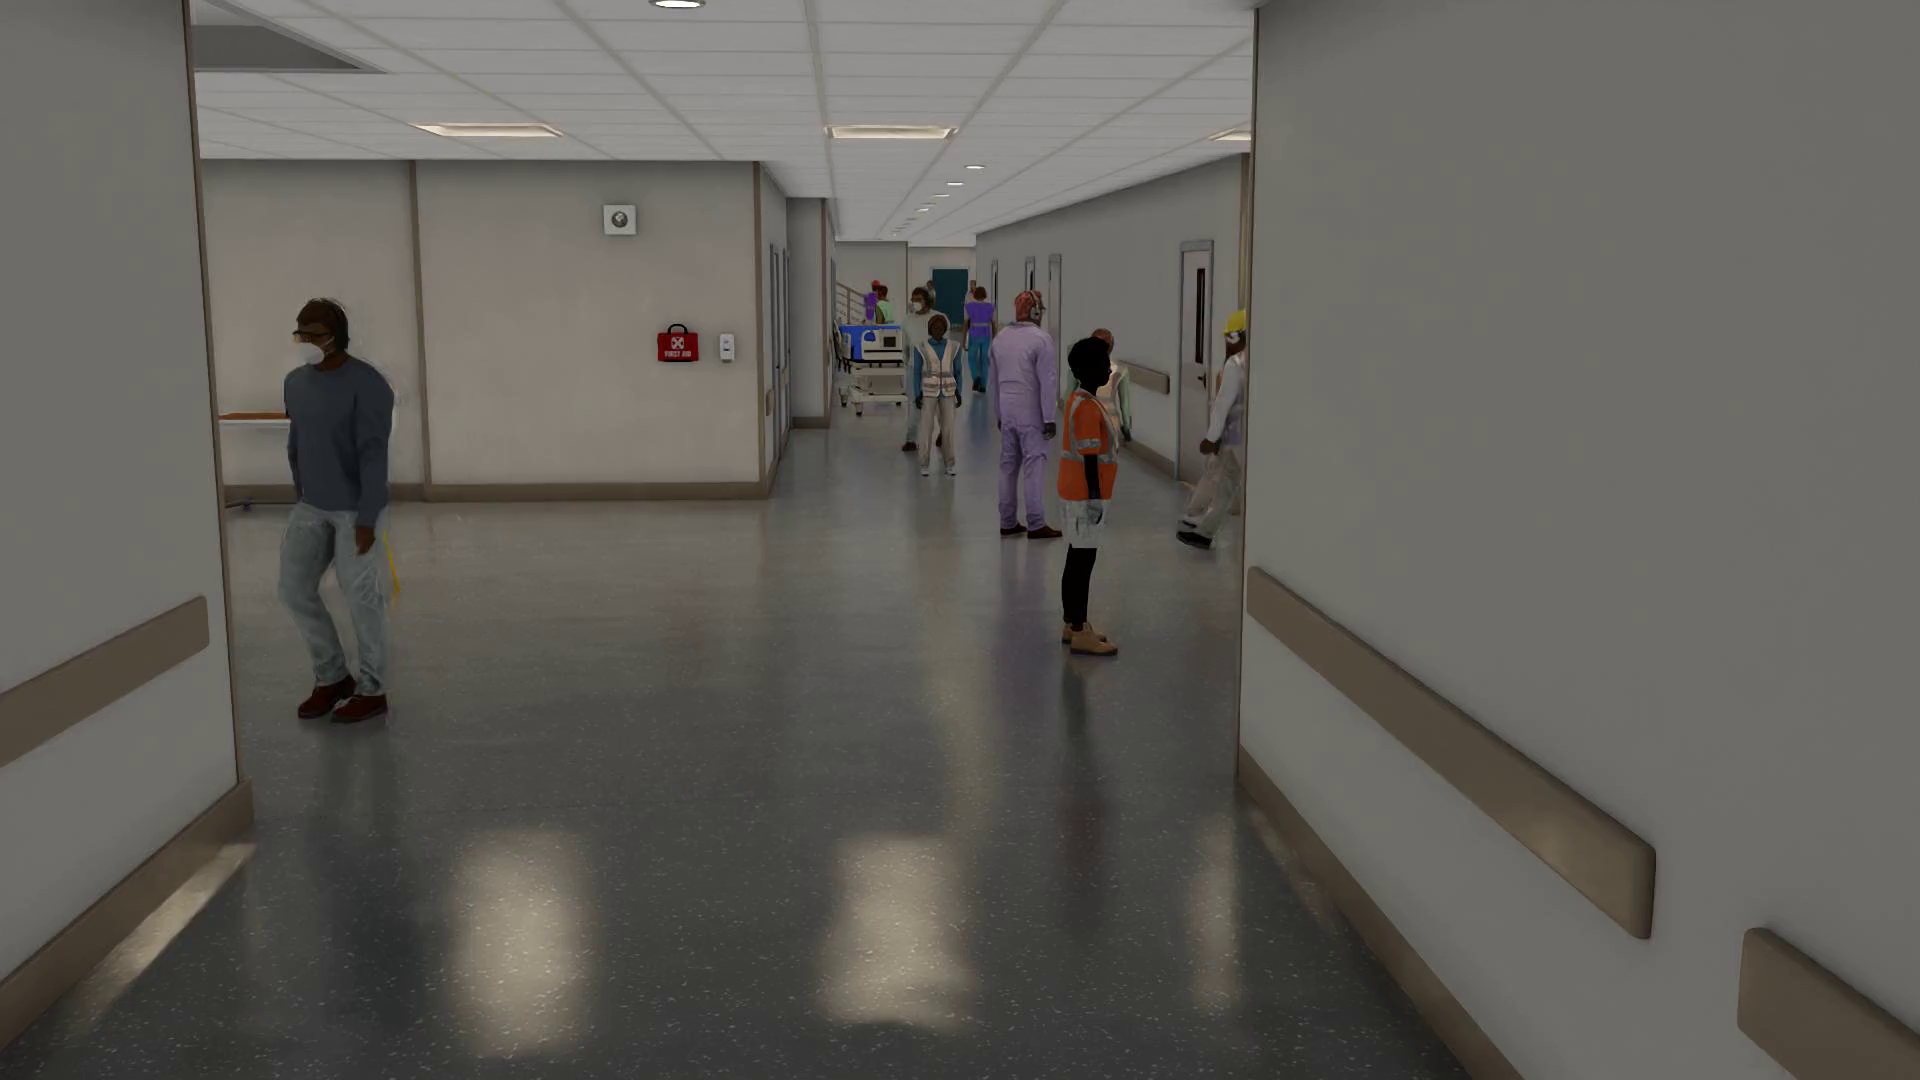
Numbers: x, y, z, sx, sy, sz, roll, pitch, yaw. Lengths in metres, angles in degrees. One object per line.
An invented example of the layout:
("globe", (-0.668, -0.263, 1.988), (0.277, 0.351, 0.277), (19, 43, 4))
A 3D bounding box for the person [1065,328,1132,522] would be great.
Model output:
("person", (1.118, -0.893, 13.326), (0.524, 1.602, 0.689), (0, 9, -2))

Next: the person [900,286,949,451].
("person", (-0.386, -2.004, 19.397), (0.640, 1.908, 0.965), (4, 10, 21))

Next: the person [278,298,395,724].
("person", (-2.809, -0.114, 7.451), (0.641, 1.917, 0.509), (4, 10, 24))

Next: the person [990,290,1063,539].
("person", (0.525, -0.968, 12.858), (0.399, 1.909, 0.642), (-8, 12, -41))

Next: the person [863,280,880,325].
("person", (-2.203, -5.801, 43.267), (0.543, 1.875, 1.016), (3, 10, 18))

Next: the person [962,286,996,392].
("person", (0.333, -3.470, 28.777), (0.615, 1.835, 0.435), (-2, 9, -13))

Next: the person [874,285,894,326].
("person", (-1.404, -3.773, 30.670), (0.390, 1.843, 0.564), (4, 10, 23))

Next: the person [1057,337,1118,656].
("person", (0.684, -0.237, 8.925), (0.319, 1.696, 0.532), (-1, 9, -4))

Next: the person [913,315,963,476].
("person", (-0.226, -1.456, 16.794), (0.509, 1.629, 0.315), (-2, 9, -14))

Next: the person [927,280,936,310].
("person", (-1.054, -8.092, 57.763), (0.336, 1.846, 0.513), (-7, 11, -36))
